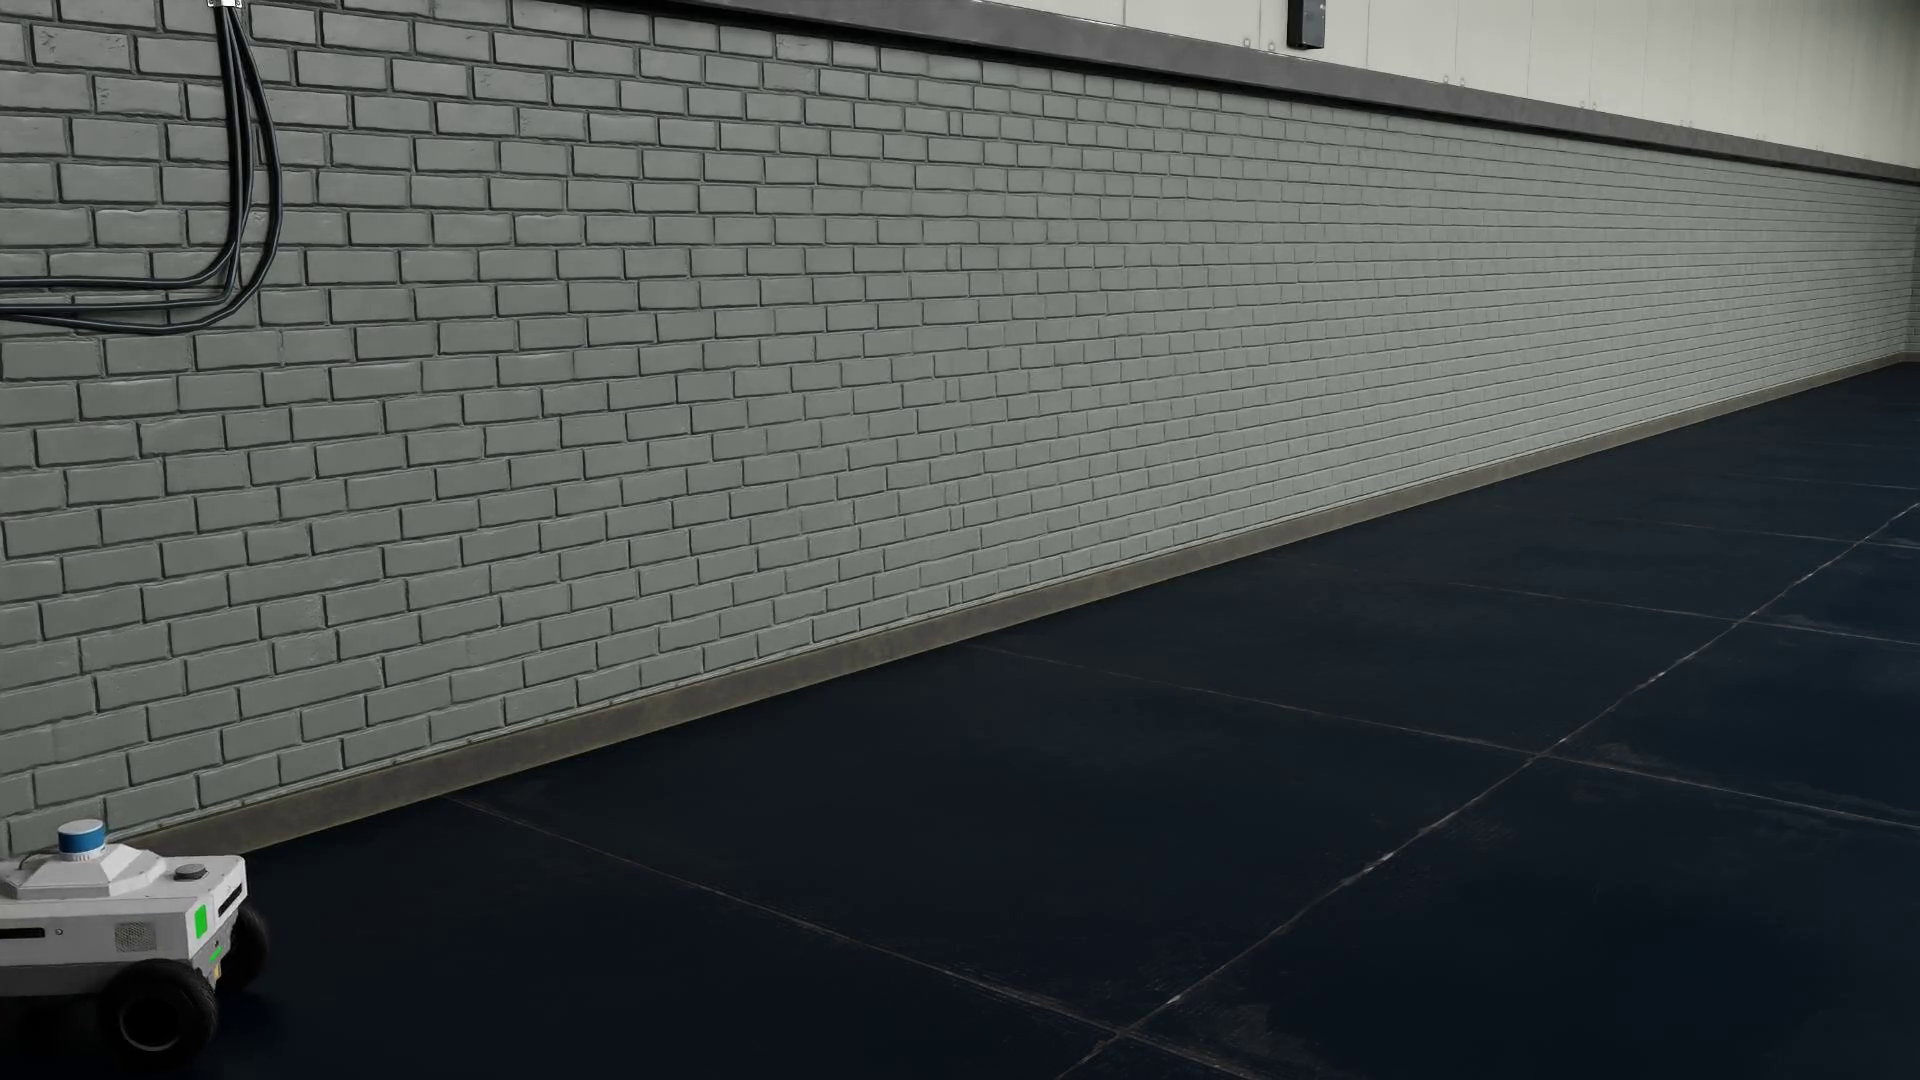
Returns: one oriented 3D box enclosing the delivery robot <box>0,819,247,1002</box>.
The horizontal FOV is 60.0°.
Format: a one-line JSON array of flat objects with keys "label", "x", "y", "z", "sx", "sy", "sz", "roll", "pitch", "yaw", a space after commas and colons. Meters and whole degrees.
[{"label": "delivery robot", "x": -2.209, "y": 0.953, "z": 4.210, "sx": 0.707, "sy": 0.478, "sz": 0.477, "roll": -1, "pitch": 10, "yaw": -5}]
